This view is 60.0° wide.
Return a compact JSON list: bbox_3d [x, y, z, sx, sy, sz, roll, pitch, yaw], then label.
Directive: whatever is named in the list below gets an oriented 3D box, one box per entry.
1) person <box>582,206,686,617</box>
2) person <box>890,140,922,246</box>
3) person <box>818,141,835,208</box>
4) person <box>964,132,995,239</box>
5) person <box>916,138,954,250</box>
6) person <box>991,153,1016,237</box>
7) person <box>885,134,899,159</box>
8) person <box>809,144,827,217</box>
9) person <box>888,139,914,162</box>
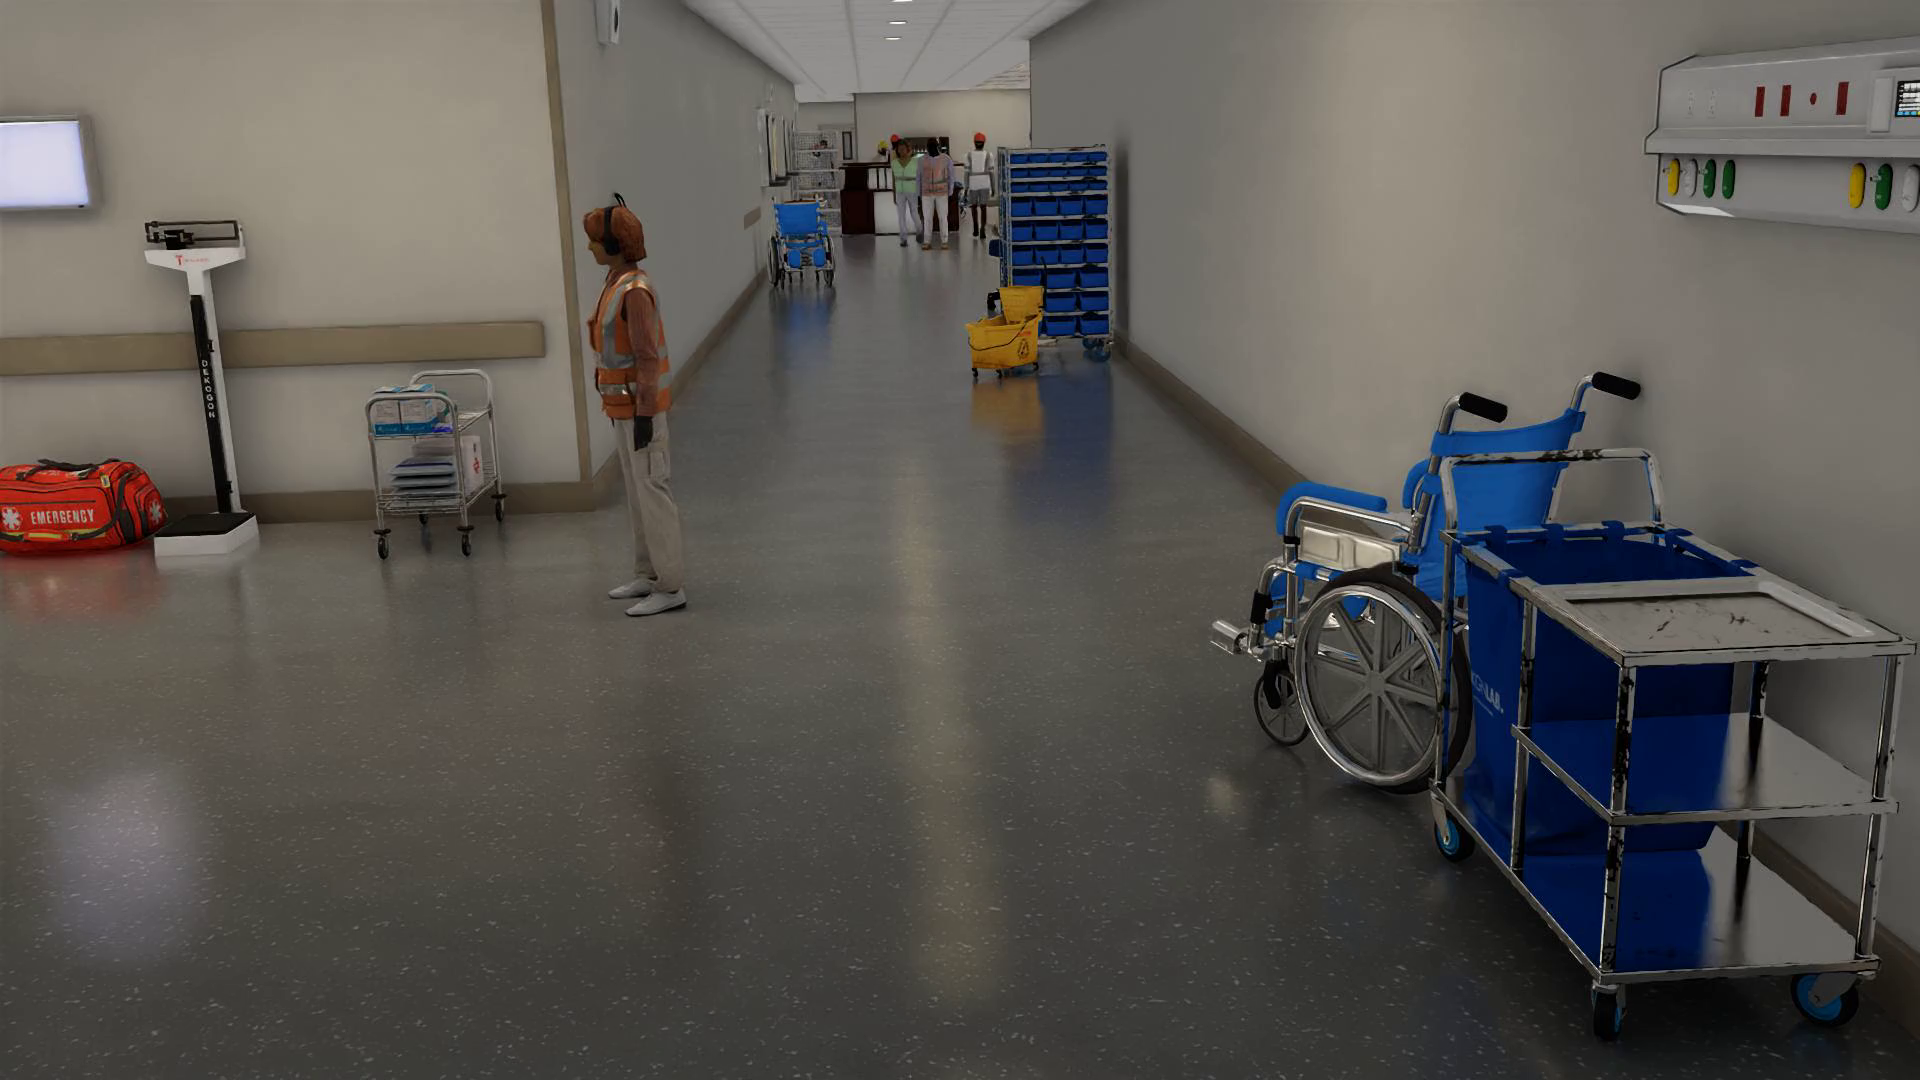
[{"bbox_3d":[-1.309,-0.513,6.690,0.311,1.636,0.521,-7,15,-21],"label":"person"},{"bbox_3d":[-0.910,-6.070,29.104,0.582,1.818,0.809,2,14,13],"label":"person"},{"bbox_3d":[-3.700,-10.037,45.644,0.520,1.865,0.332,-4,14,-10],"label":"person"},{"bbox_3d":[0.374,-6.492,30.475,0.564,1.915,0.511,0,14,5],"label":"person"},{"bbox_3d":[-0.419,-5.772,27.774,0.633,1.841,0.429,1,14,9],"label":"person"},{"bbox_3d":[0.841,-6.177,29.789,0.421,1.612,0.517,-9,16,-28],"label":"person"},{"bbox_3d":[-1.573,-8.990,40.930,0.543,1.939,0.360,-9,15,-27],"label":"person"},{"bbox_3d":[-3.501,-8.838,40.923,0.342,1.747,0.572,-7,15,-22],"label":"person"},{"bbox_3d":[-1.338,-8.247,38.084,0.618,1.836,0.430,0,14,6],"label":"person"}]
